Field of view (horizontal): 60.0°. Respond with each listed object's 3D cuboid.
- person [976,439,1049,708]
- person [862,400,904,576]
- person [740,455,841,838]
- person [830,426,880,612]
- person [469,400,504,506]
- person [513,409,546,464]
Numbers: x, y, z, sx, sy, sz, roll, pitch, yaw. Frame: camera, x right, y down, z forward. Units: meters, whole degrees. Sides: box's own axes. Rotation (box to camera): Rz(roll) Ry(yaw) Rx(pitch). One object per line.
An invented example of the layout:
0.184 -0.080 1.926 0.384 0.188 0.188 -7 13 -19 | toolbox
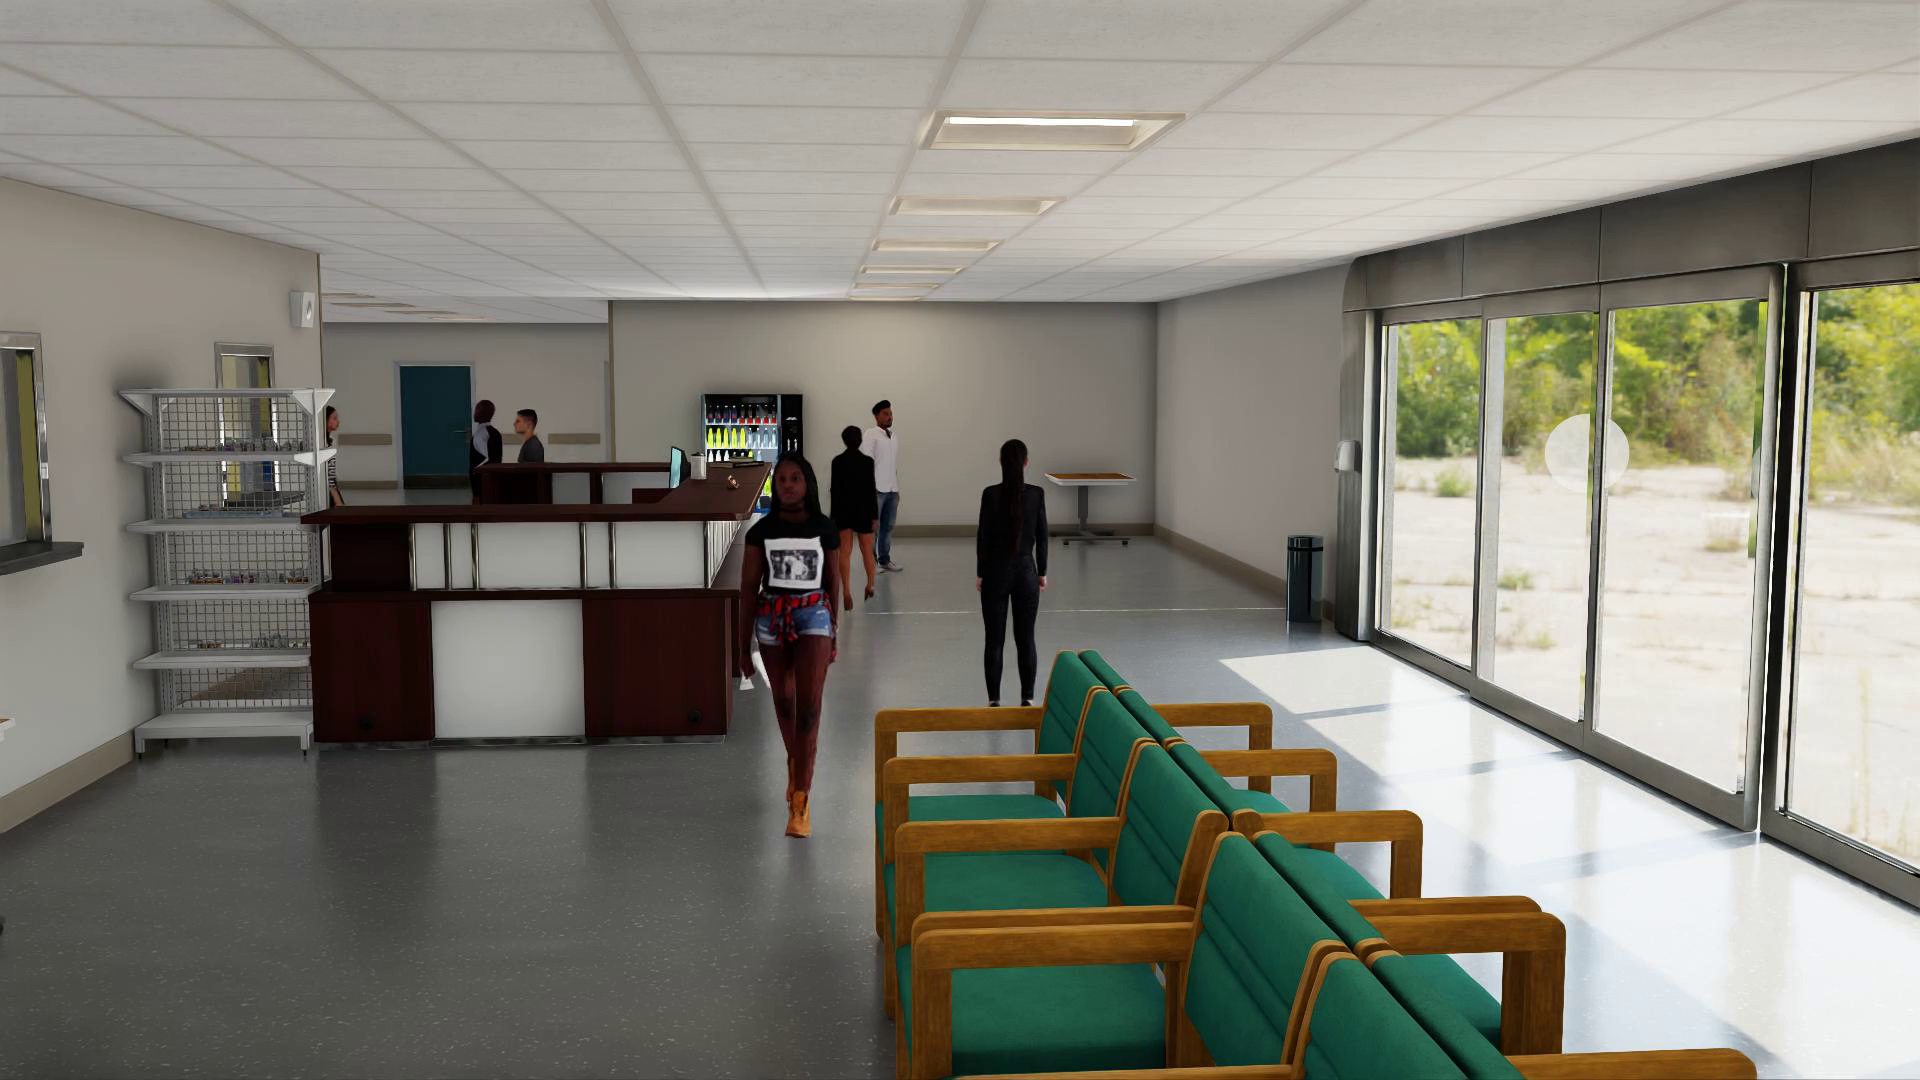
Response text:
0.304 0.253 9.840 0.437 1.710 0.647 -1 6 -9 | person
-0.830 -0.569 17.476 0.792 1.816 0.734 5 7 40 | person
-0.771 0.484 7.729 1.168 1.672 0.751 0 6 1 | person
-0.931 -0.146 14.393 0.988 1.592 0.724 0 6 2 | person
-4.839 -0.534 17.073 0.633 1.828 0.701 1 6 8 | person
-3.891 -0.321 15.346 1.030 1.749 0.836 -3 6 -26 | person
